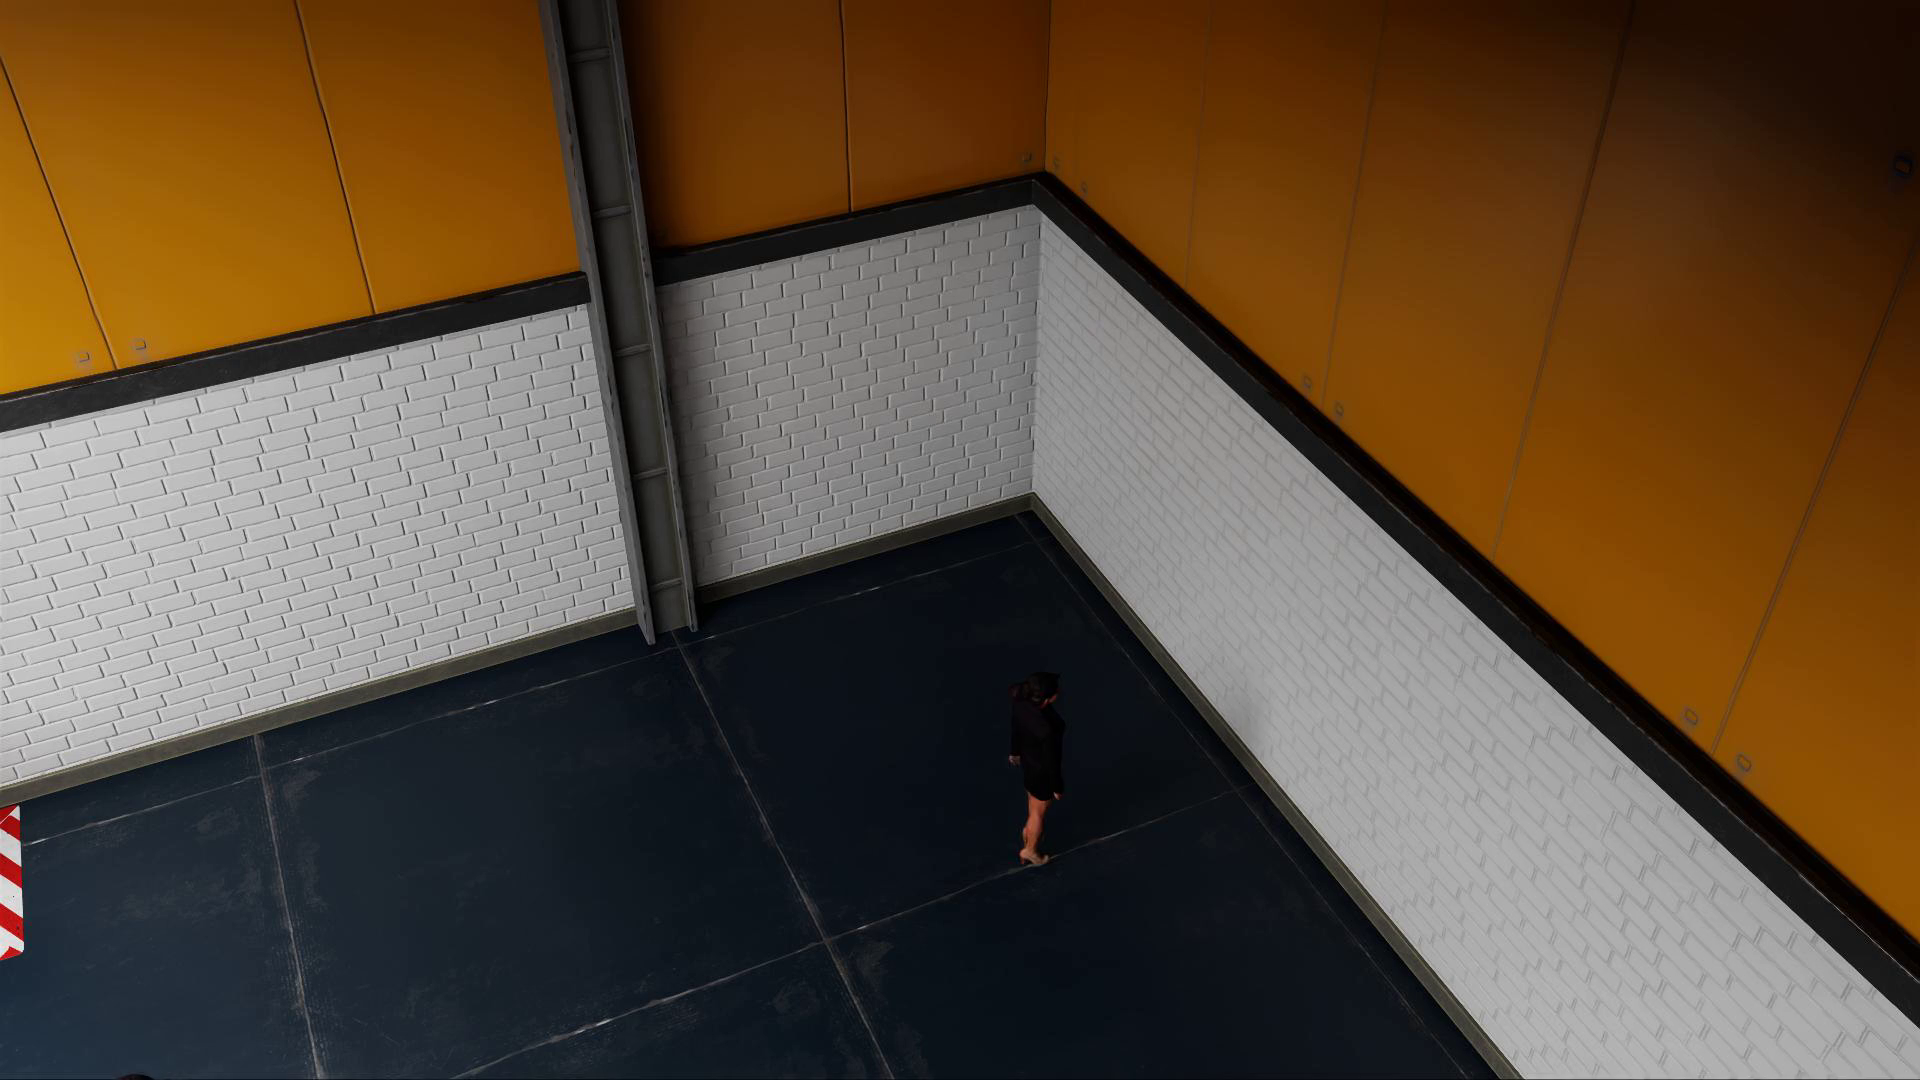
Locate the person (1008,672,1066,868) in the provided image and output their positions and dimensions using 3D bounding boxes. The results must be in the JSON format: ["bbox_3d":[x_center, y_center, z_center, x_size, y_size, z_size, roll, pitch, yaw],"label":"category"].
[{"bbox_3d":[0.423,1.459,10.330,0.625,1.632,0.608,-18,42,-21],"label":"person"}]
